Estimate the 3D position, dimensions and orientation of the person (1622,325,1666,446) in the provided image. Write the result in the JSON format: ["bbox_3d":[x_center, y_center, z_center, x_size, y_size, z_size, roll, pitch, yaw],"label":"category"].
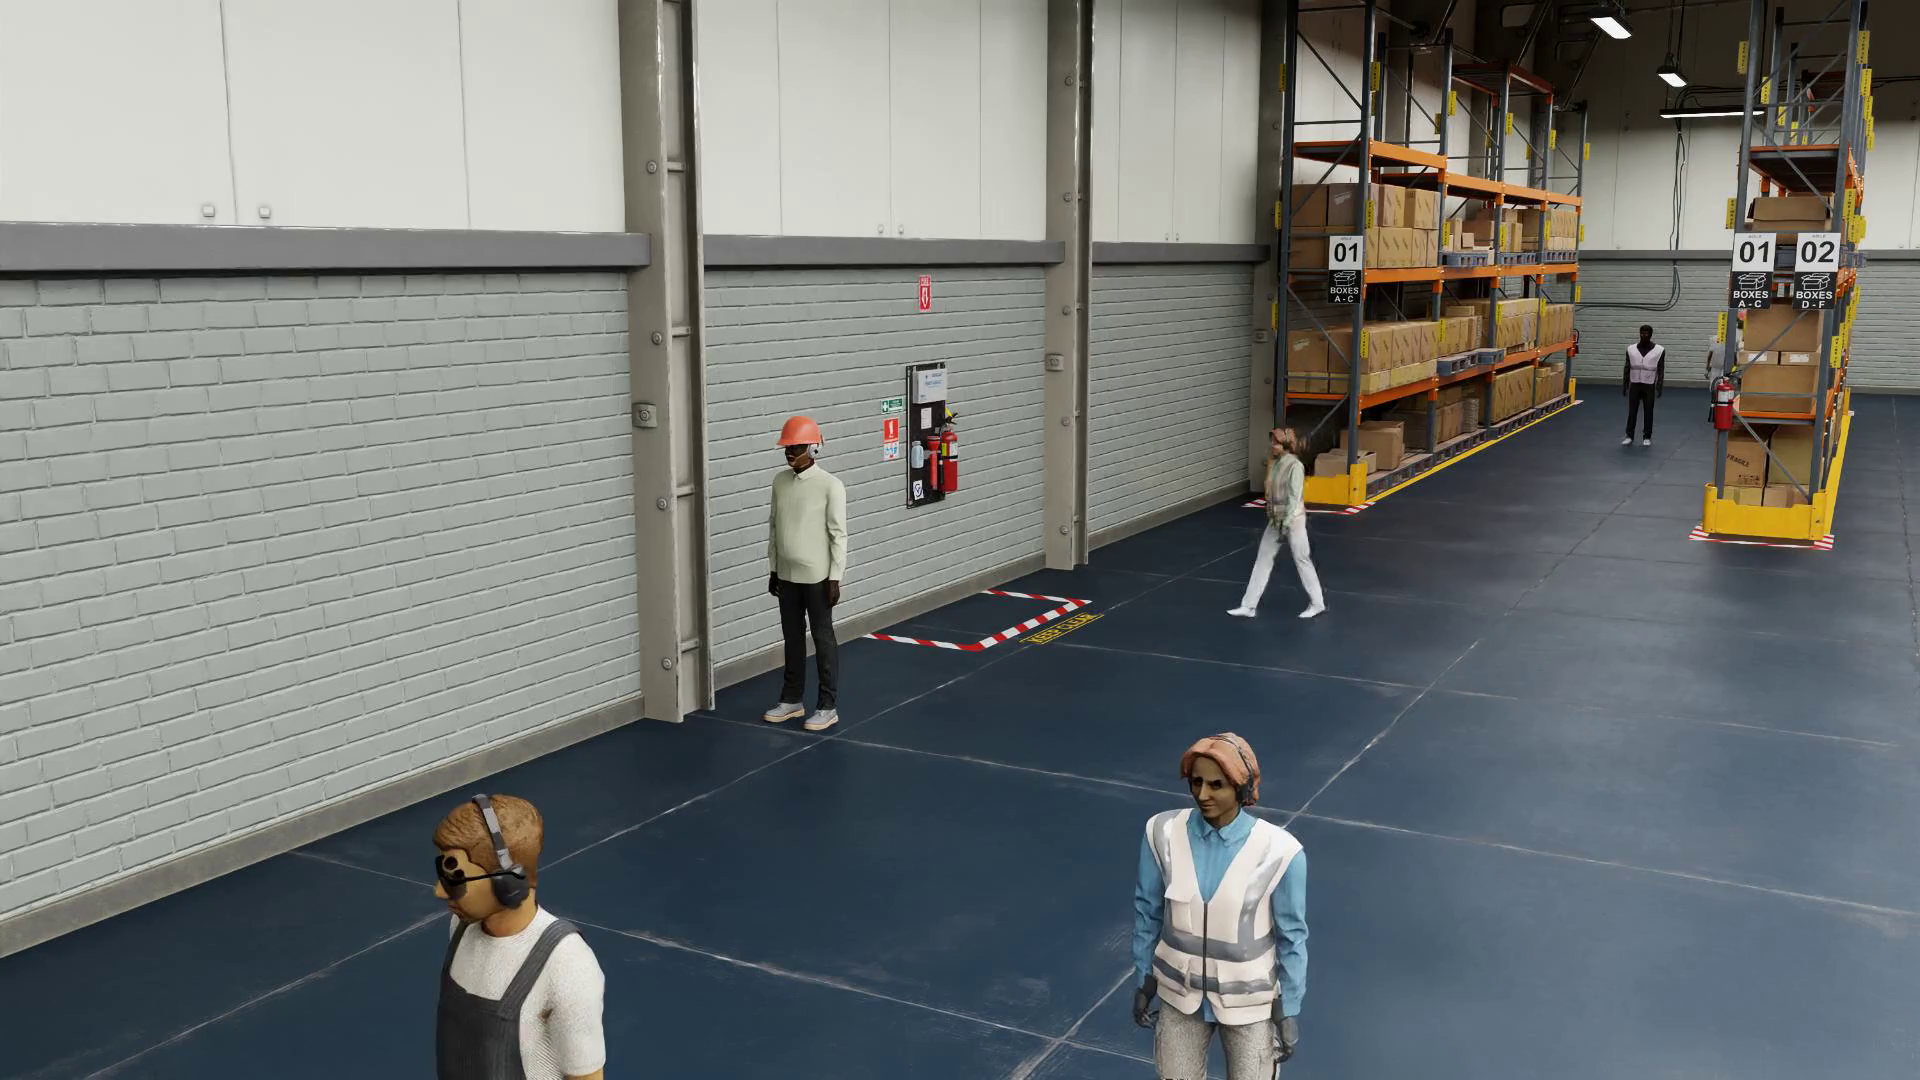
[{"bbox_3d":[10.822,-2.450,26.350,0.597,1.915,0.370,6,11,32],"label":"person"}]

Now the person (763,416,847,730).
[{"bbox_3d":[-0.990,0.205,10.571,0.609,1.996,0.379,7,12,36],"label":"person"}]

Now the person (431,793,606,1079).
[{"bbox_3d":[-0.998,1.448,3.752,0.506,1.841,0.344,8,13,39],"label":"person"}]

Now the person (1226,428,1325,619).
[{"bbox_3d":[2.663,-0.127,13.683,0.853,1.594,0.524,-4,10,-20],"label":"person"}]

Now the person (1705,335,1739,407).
[{"bbox_3d":[14.007,-3.142,30.587,0.540,1.853,0.489,6,11,32],"label":"person"}]

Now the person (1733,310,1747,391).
[{"bbox_3d":[15.159,-3.507,32.432,0.676,1.967,1.069,9,13,41],"label":"person"}]

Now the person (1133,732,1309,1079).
[{"bbox_3d":[0.752,1.356,4.871,0.518,1.639,0.312,5,11,27],"label":"person"}]
